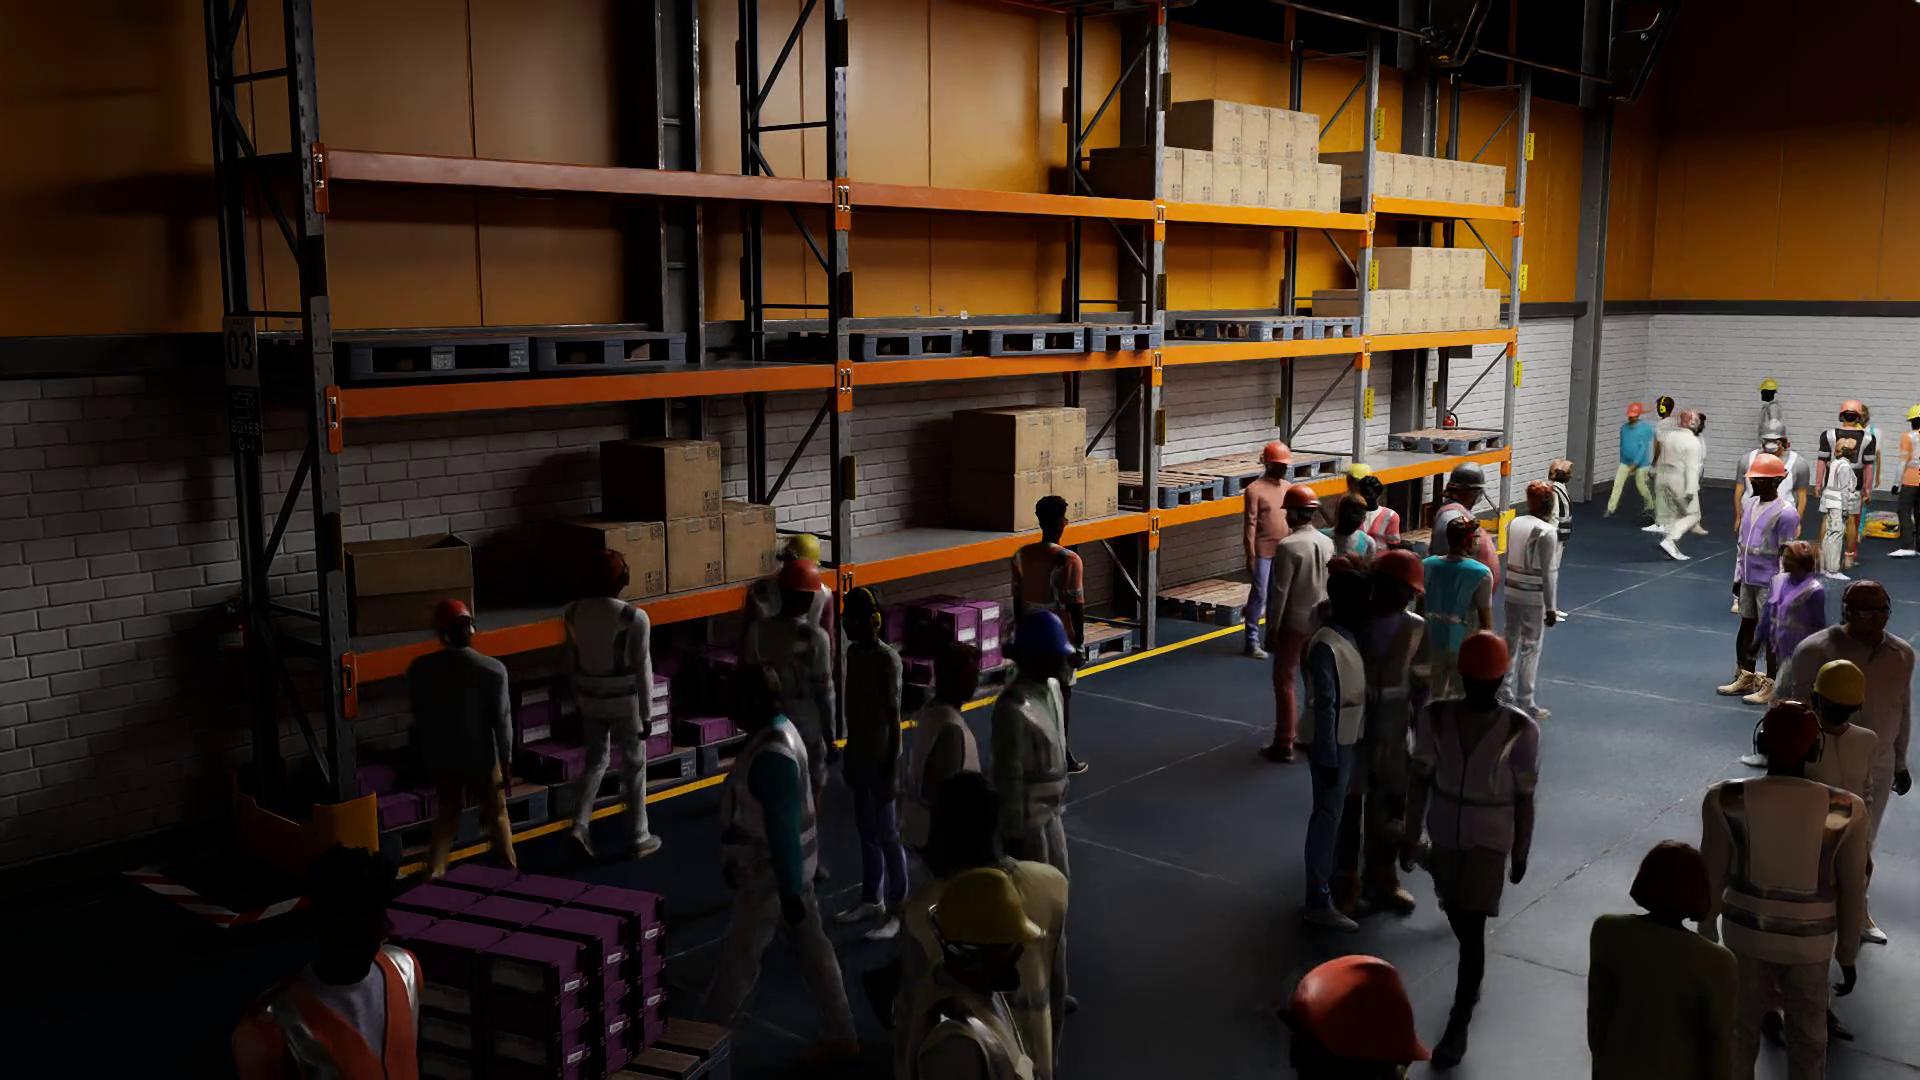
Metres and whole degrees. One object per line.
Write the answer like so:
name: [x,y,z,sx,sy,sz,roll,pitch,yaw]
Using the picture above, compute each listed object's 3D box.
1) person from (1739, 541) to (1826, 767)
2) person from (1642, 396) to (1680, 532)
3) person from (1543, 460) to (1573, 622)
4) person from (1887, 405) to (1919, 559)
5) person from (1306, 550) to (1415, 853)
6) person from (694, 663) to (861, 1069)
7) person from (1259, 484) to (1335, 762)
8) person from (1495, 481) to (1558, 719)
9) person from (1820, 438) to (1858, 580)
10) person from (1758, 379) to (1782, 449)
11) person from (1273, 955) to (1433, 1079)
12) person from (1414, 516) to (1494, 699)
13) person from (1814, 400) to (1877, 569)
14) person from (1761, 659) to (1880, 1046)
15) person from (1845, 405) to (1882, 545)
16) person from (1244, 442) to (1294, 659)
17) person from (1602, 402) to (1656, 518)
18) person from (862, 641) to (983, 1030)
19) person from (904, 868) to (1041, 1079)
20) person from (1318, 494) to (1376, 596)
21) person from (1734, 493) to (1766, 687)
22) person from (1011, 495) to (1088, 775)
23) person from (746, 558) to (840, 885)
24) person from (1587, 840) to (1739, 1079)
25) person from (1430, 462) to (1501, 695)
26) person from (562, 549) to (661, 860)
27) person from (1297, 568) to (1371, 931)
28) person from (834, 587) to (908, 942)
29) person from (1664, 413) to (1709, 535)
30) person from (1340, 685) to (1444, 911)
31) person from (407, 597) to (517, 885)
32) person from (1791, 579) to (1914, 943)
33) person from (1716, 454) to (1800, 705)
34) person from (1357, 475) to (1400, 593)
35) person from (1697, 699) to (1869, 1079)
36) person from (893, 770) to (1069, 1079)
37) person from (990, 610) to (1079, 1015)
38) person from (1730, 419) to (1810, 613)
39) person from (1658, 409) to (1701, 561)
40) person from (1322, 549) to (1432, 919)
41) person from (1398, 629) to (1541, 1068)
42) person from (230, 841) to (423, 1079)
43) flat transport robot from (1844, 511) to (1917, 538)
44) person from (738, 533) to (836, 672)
person: [5.788,0.807,11.763,0.749,1.611,0.521,-1,9,-4]
person: [9.648,-1.040,22.841,0.510,1.870,0.328,-6,11,-36]
person: [6.042,0.000,16.869,0.307,1.639,0.513,4,10,25]
person: [11.850,-0.705,20.601,0.799,1.896,0.580,-2,9,-15]
person: [2.448,0.967,9.962,0.746,1.852,0.421,2,9,15]
person: [-0.892,1.429,7.190,0.988,1.784,0.641,-1,9,-6]
person: [2.442,0.589,11.988,0.618,1.977,0.431,-8,12,-40]
person: [4.487,0.469,13.107,0.378,1.874,0.578,-2,9,-14]
person: [10.163,-0.364,19.216,0.310,1.638,0.522,2,9,15]
person: [12.581,-1.547,25.915,0.371,1.928,0.584,4,9,22]
person: [0.759,1.876,3.552,0.505,2.013,0.637,-2,9,-11]
person: [3.357,0.755,11.347,0.372,1.840,0.570,-8,12,-43]
person: [10.588,-0.665,19.924,0.615,2.029,0.409,4,10,22]
person: [3.878,1.393,7.483,0.526,1.765,0.329,-2,9,-11]
person: [11.725,-0.853,21.792,0.535,1.813,0.769,8,12,42]
person: [2.835,0.093,15.148,0.620,1.987,0.407,-7,11,-37]
person: [9.796,-1.160,24.150,0.841,1.709,0.557,-5,10,-31]
person: [-0.121,1.366,7.507,0.577,1.804,0.643,-1,9,-5]
person: [0.039,1.798,4.655,0.404,1.830,0.601,0,9,1]
person: [2.865,0.545,12.781,0.620,1.817,0.582,1,9,9]
person: [6.793,0.391,14.155,0.318,1.699,0.535,3,9,17]
person: [0.632,0.661,11.552,0.610,1.966,0.363,8,12,41]
person: [-0.969,1.053,9.249,0.550,1.906,0.610,6,11,33]
person: [2.284,1.777,5.451,0.269,1.628,0.501,-7,11,-40]
person: [3.973,0.384,13.099,0.536,2.000,0.694,2,9,14]
person: [-2.078,0.984,9.776,0.598,1.869,0.591,3,9,16]
person: [2.017,1.095,8.907,0.392,1.920,0.592,4,10,26]
person: [-0.465,1.157,8.718,0.328,1.861,0.506,-6,11,-33]
person: [9.956,-0.929,22.819,0.534,1.662,0.801,-6,11,-35]
person: [2.406,1.176,9.053,0.679,1.724,0.484,6,10,32]
person: [-2.723,1.177,9.062,0.584,1.709,0.550,0,9,1]
person: [4.620,1.146,8.615,0.636,1.911,0.405,0,9,-2]
person: [6.502,0.317,13.527,0.375,2.044,0.607,-2,9,-11]
person: [3.706,0.254,15.070,0.536,1.693,0.319,5,10,31]
person: [3.071,1.523,6.261,0.573,1.883,0.354,4,10,23]
person: [0.048,1.670,5.342,0.662,1.893,0.476,-4,10,-24]
person: [0.275,1.262,7.777,0.572,1.932,0.637,3,9,20]
person: [8.280,-0.226,17.034,0.683,2.000,0.536,6,10,33]
person: [8.825,-0.662,20.355,0.433,1.890,0.650,-1,9,-9]
person: [2.220,1.043,8.997,0.658,2.004,0.425,0,9,-2]
person: [2.332,1.315,7.555,0.541,1.903,0.965,6,11,36]
person: [-1.627,1.762,4.475,0.380,1.958,0.603,4,10,24]
flat transport robot: [12.661,-0.223,22.698,1.431,0.197,0.652,-8,12,-43]
person: [-1.146,0.850,10.926,0.669,1.786,0.459,-1,9,-4]
